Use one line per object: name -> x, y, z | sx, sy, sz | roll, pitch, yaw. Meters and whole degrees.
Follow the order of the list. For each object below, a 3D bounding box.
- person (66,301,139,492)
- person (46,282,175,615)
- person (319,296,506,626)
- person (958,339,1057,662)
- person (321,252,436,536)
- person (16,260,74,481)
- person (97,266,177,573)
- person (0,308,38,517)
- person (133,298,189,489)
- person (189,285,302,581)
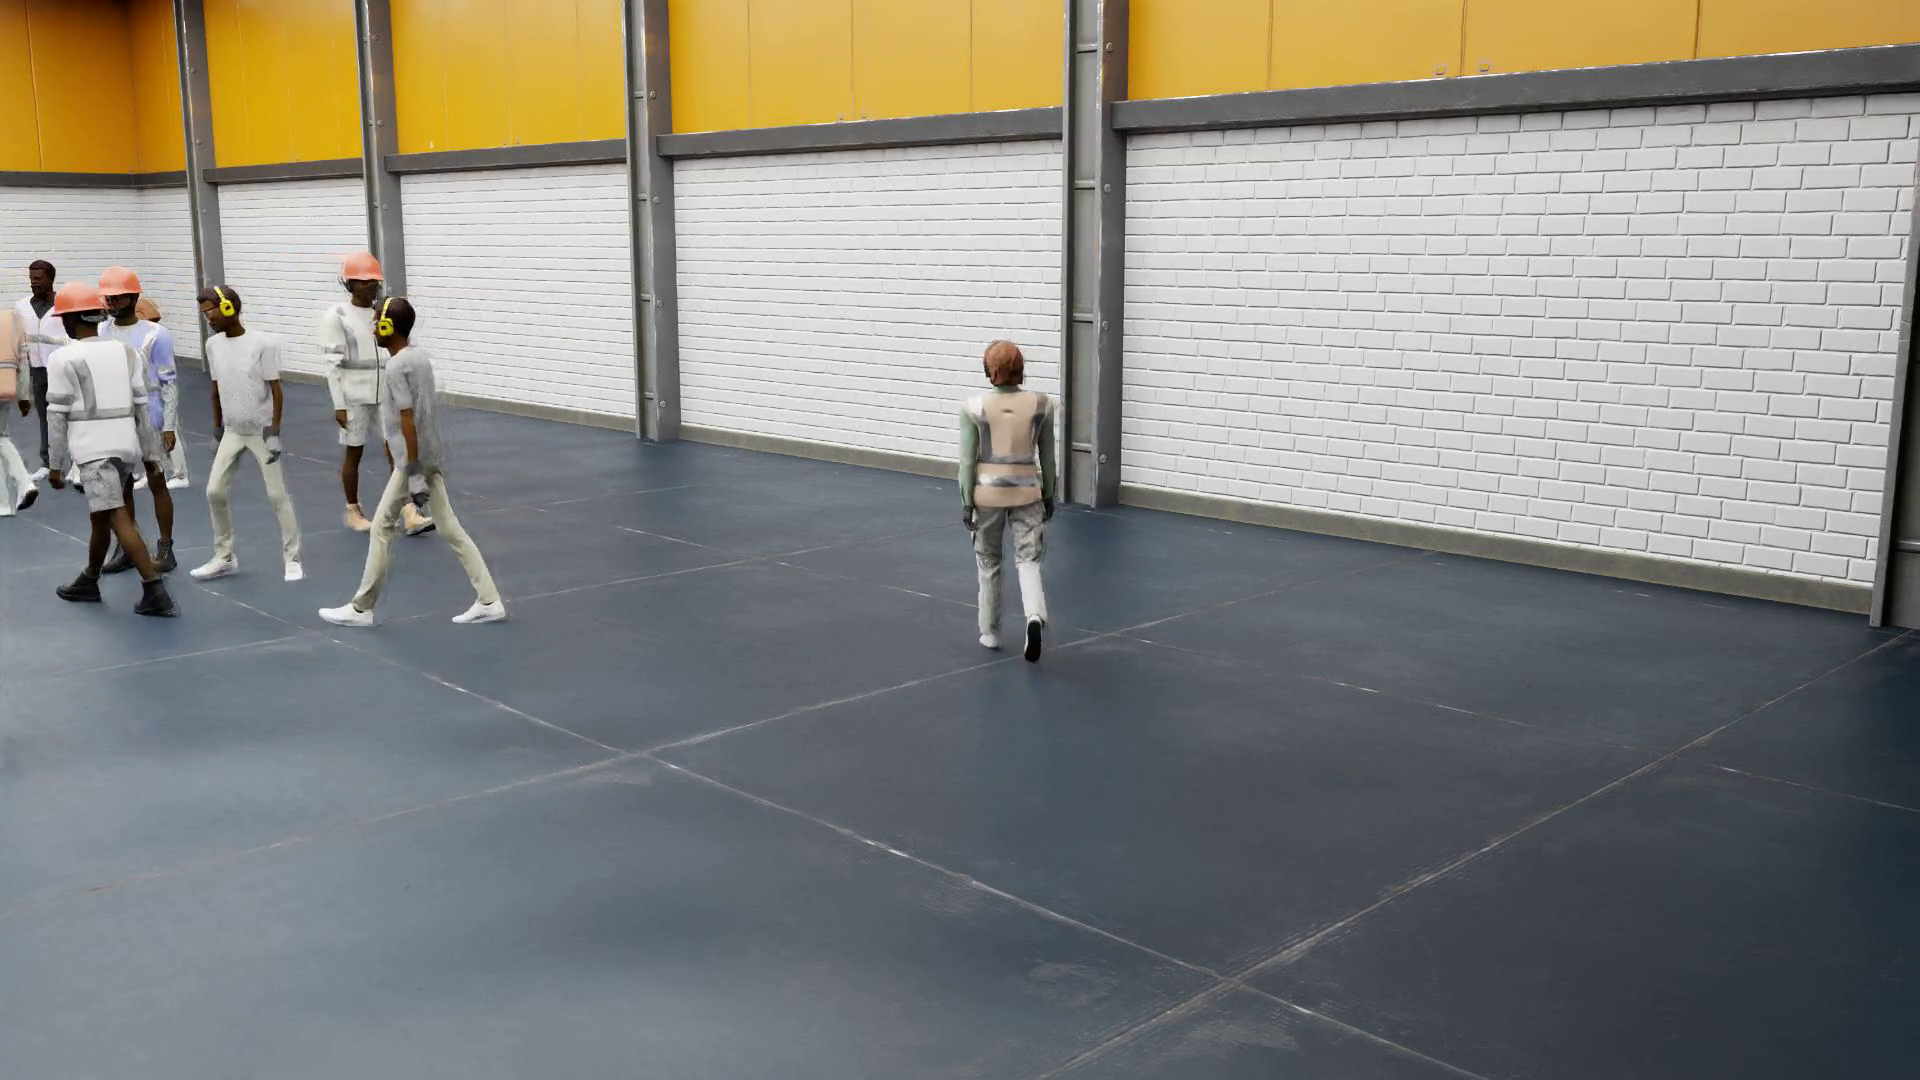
person -> -7.248, -1.211, 13.968 | 0.518, 1.593, 0.891 | -1, 10, -4
person -> -4.848, -0.511, 9.403 | 1.011, 1.879, 0.544 | 4, 11, 22
person -> -2.982, -0.409, 9.044 | 1.010, 1.802, 0.526 | 1, 10, 3
person -> 0.248, -0.193, 8.346 | 0.521, 1.619, 0.684 | -2, 11, -8
person -> -4.102, -1.001, 11.688 | 0.967, 2.000, 0.642 | 8, 13, 38
person -> -7.901, -1.475, 14.520 | 0.590, 1.920, 0.399 | 1, 10, 5
person -> -5.222, -0.747, 10.495 | 0.543, 1.939, 0.361 | 0, 10, 0
person -> -7.364, -1.115, 12.592 | 0.409, 1.912, 0.595 | 3, 11, 17
person -> -6.802, -1.211, 13.922 | 0.572, 1.606, 0.493 | -6, 12, -30
person -> -4.436, -0.637, 10.251 | 0.666, 1.830, 0.502 | 2, 11, 10
